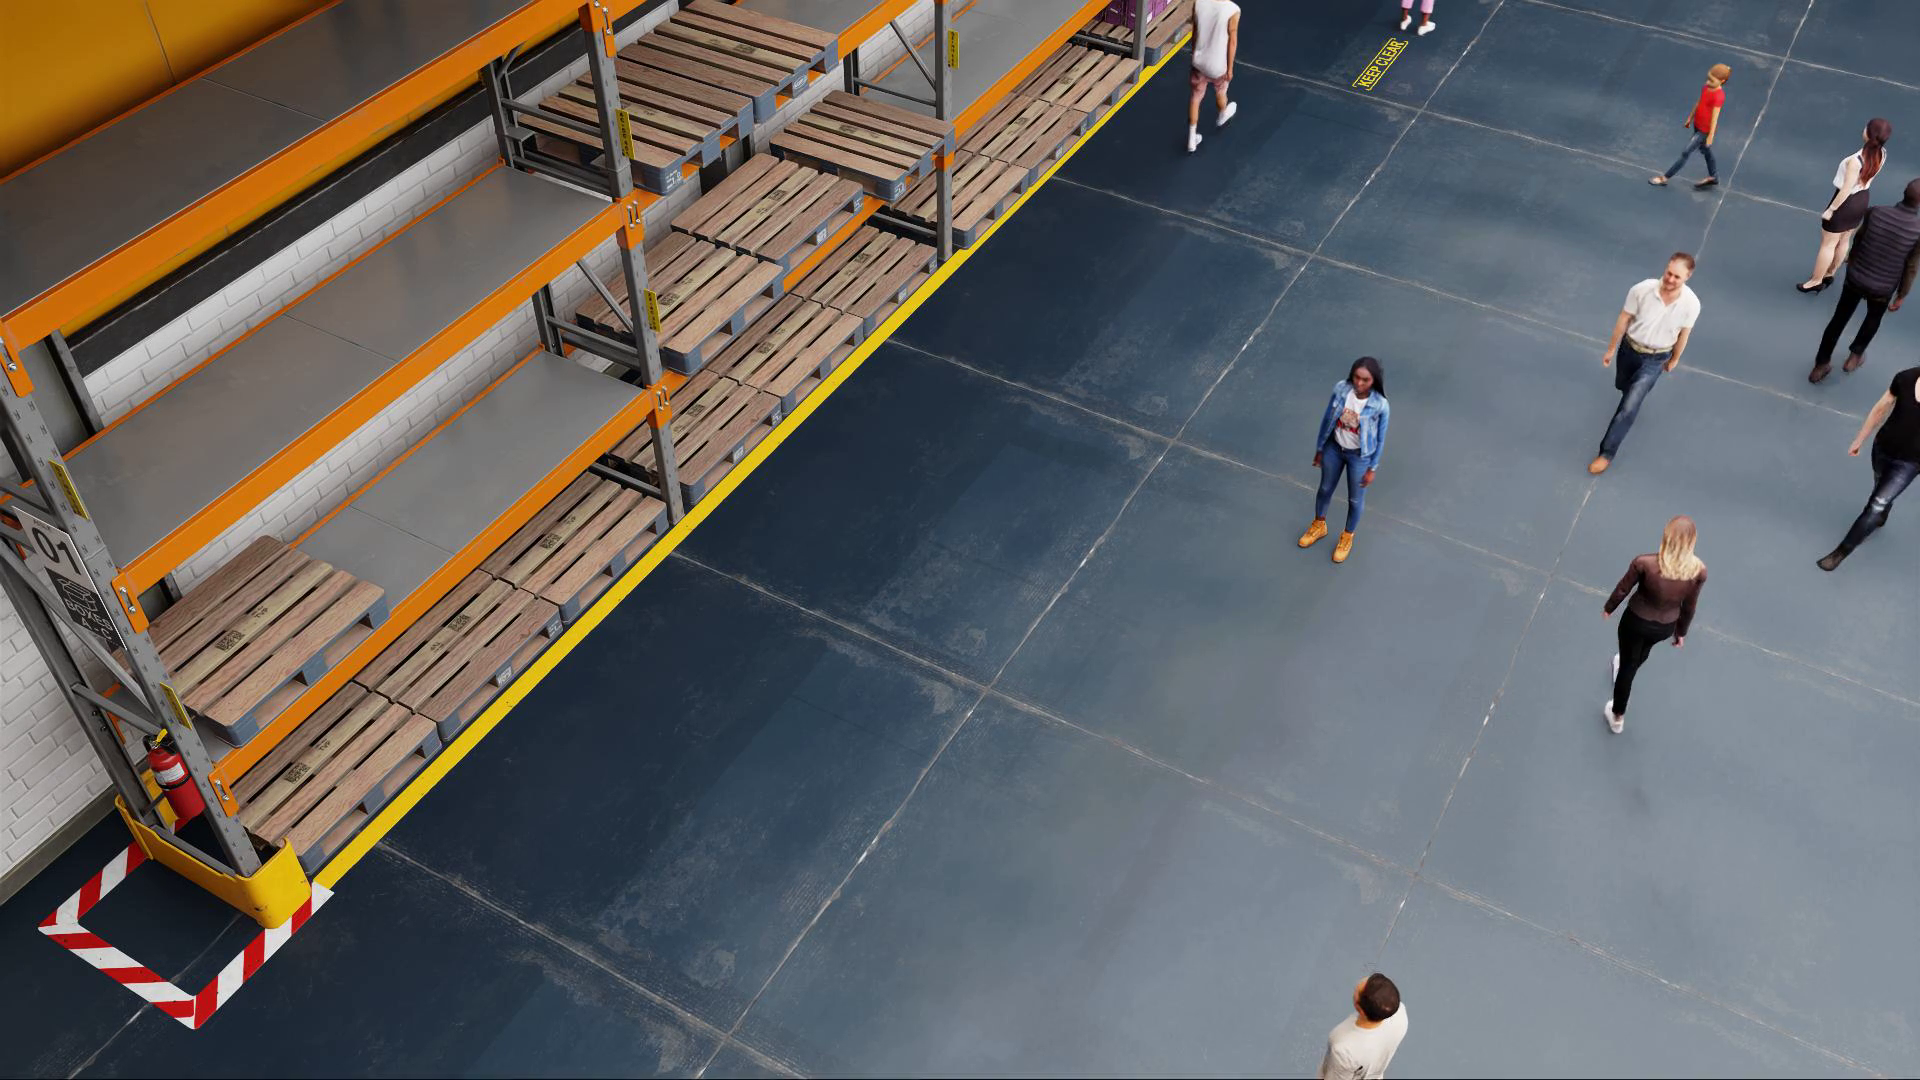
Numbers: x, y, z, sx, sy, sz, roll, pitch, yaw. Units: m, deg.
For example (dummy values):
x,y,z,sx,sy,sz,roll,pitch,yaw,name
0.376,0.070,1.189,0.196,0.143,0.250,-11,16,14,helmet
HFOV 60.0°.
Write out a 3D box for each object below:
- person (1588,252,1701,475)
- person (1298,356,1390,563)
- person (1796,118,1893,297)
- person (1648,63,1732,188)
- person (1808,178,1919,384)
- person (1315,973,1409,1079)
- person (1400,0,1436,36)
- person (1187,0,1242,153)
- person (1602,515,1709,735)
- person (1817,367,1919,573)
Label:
x,y,z,sx,sy,sz,roll,pitch,yaw,name
5.176,-1.442,12.501,0.812,1.822,1.281,31,51,28,person
2.729,-0.586,11.681,0.629,1.713,0.543,27,50,26,person
7.499,-2.814,14.066,0.594,1.649,0.695,-22,48,-22,person
6.943,-3.808,15.380,0.835,1.277,0.893,1,44,1,person
7.115,-1.991,13.086,0.852,1.811,0.922,33,53,30,person
1.930,2.680,8.181,0.611,1.812,0.783,-31,52,-28,person
4.959,-6.235,17.590,0.591,1.742,0.538,26,49,25,person
2.337,-4.510,15.776,0.665,1.746,1.029,22,48,21,person
4.340,0.592,10.468,0.842,1.681,1.000,5,44,5,person
6.632,-0.649,11.658,1.312,1.837,1.048,-25,49,-24,person
